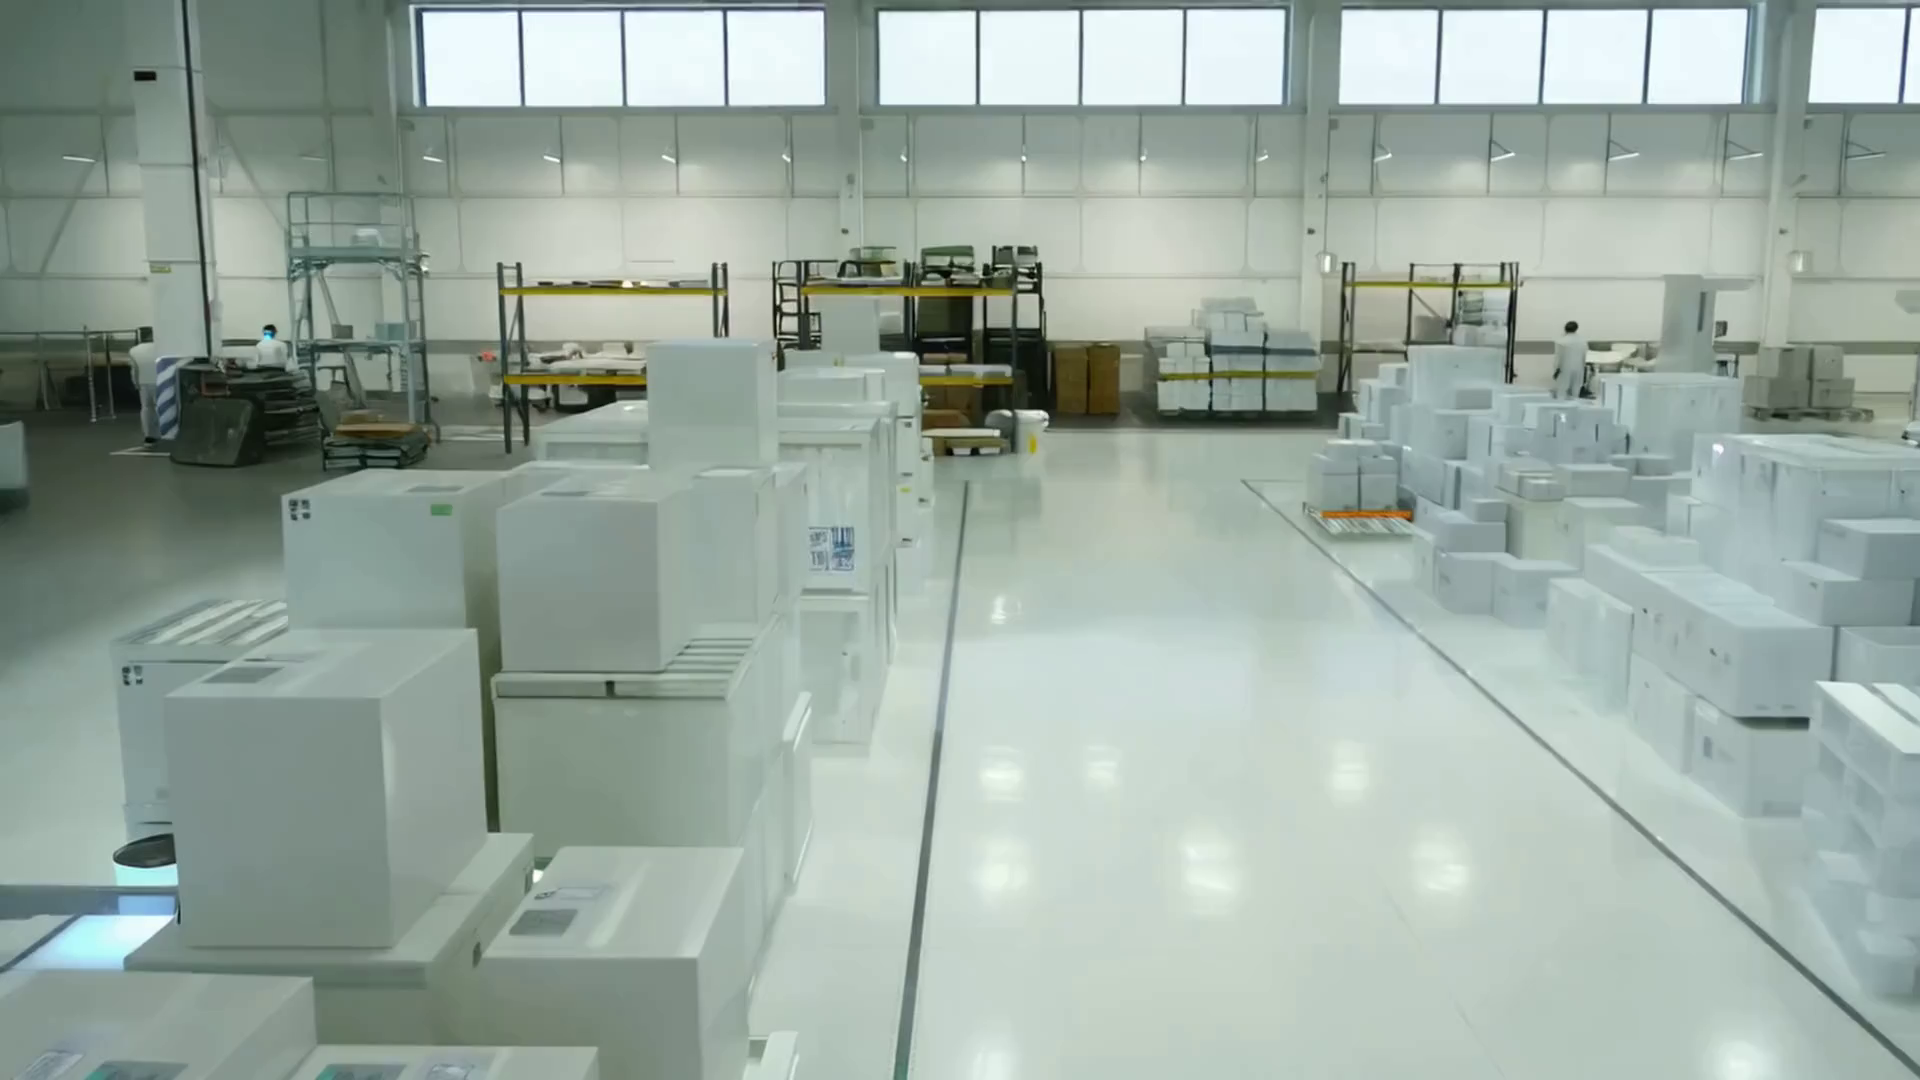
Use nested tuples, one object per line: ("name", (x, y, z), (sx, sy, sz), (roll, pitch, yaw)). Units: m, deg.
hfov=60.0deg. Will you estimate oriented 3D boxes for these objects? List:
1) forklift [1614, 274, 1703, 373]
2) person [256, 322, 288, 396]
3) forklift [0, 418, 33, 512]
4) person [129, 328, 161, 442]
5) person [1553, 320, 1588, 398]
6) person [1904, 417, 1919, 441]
("forklift", (12.604, -3.276, 29.256), (1.873, 2.768, 1.129), (0, 9, 1))
("person", (-12.648, -3.040, 30.666), (0.551, 1.934, 0.373), (0, 9, 1))
("forklift", (-12.354, -1.728, 19.984), (1.873, 2.768, 1.129), (-5, 11, -25))
("person", (-13.641, -2.608, 28.075), (0.635, 1.936, 0.356), (0, 9, 1))
("person", (11.636, -3.222, 31.749), (0.635, 1.937, 0.352), (0, 9, 1))
("person", (8.879, -0.488, 15.204), (0.622, 1.992, 0.396), (0, 9, 1))
